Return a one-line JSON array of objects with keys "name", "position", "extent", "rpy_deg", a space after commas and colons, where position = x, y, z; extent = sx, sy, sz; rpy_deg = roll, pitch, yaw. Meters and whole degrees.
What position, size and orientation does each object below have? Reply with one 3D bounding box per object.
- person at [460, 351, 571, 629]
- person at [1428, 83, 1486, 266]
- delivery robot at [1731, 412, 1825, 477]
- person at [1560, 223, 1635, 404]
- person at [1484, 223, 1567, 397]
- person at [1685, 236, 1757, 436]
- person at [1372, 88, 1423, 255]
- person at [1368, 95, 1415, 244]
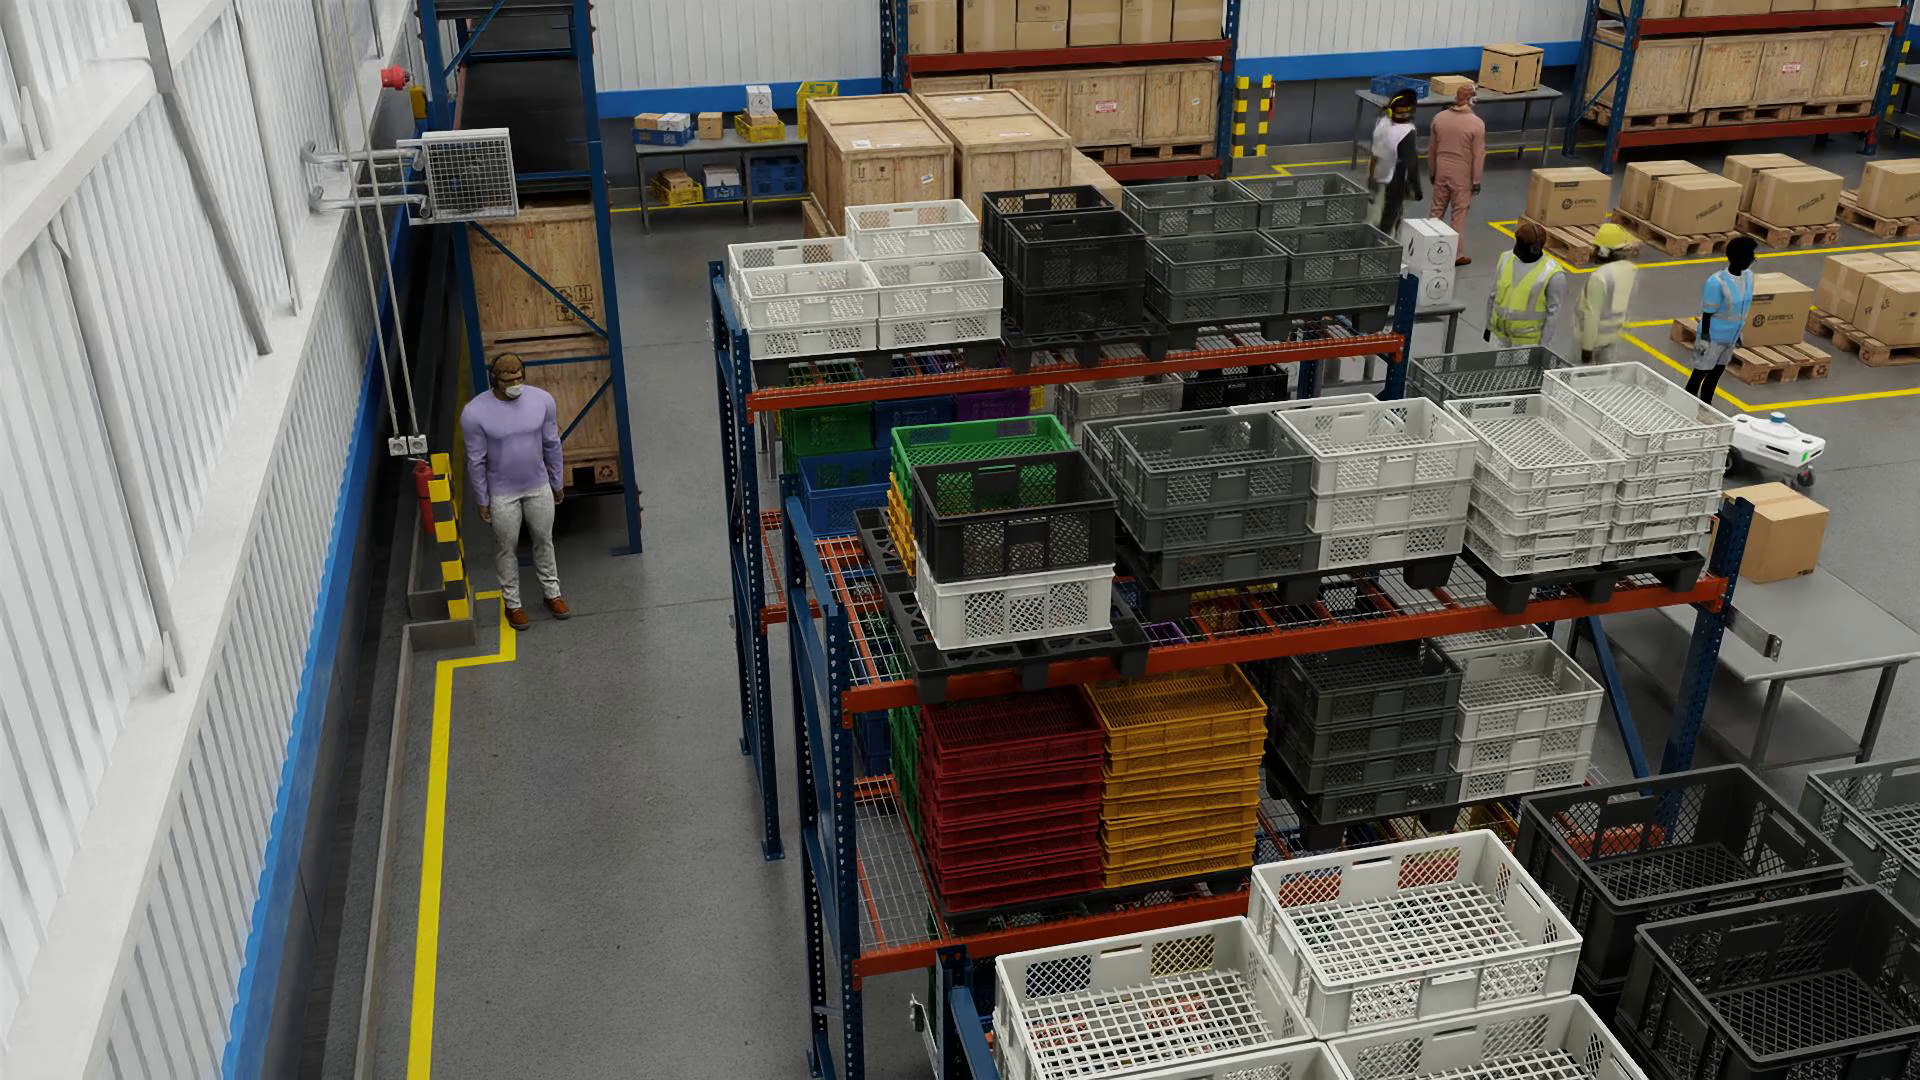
[{"name": "person", "position": [-2.884, -0.338, 10.895], "extent": [0.625, 1.933, 0.374], "rpy_deg": [-16, 32, -28]}, {"name": "person", "position": [5.259, -3.870, 17.625], "extent": [0.406, 1.903, 0.639], "rpy_deg": [-23, 36, -37]}, {"name": "delivery robot", "position": [6.379, -0.765, 13.069], "extent": [0.477, 0.478, 0.707], "rpy_deg": [-22, 35, -35]}, {"name": "person", "position": [5.236, -1.724, 13.676], "extent": [0.595, 1.789, 0.908], "rpy_deg": [-20, 34, -33]}, {"name": "person", "position": [4.531, -1.681, 13.538], "extent": [0.429, 1.839, 0.627], "rpy_deg": [-20, 34, -33]}, {"name": "person", "position": [6.255, -1.682, 13.686], "extent": [0.532, 1.698, 0.319], "rpy_deg": [-16, 32, -27]}, {"name": "person", "position": [4.656, -3.776, 17.449], "extent": [0.675, 1.899, 0.608], "rpy_deg": [-5, 28, -10]}, {"name": "person", "position": [4.493, -3.722, 17.395], "extent": [0.517, 1.859, 0.329], "rpy_deg": [-11, 30, -19]}]
